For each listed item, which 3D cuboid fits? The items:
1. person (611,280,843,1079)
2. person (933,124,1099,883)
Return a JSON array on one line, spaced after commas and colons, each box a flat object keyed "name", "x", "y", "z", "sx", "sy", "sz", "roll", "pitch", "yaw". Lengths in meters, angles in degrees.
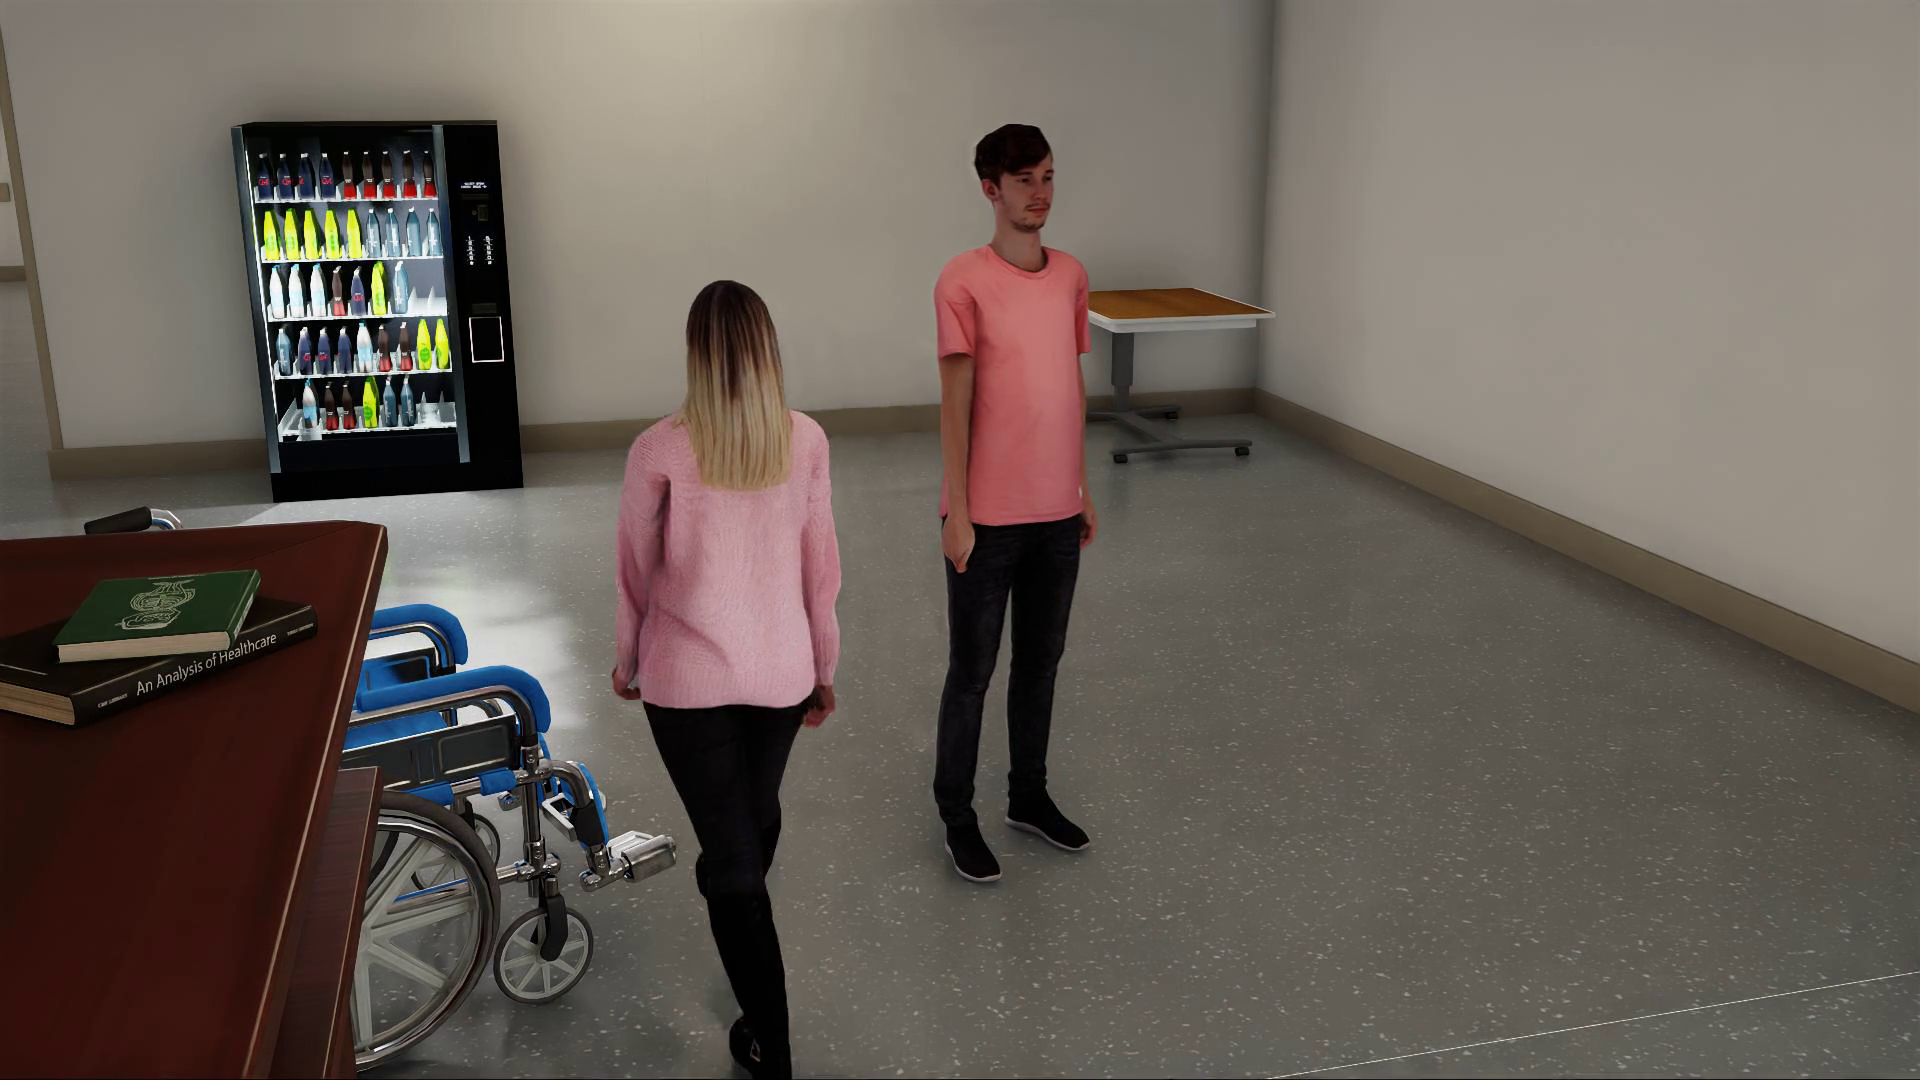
[{"name": "person", "x": -0.450, "y": 0.338, "z": 3.440, "sx": 1.063, "sy": 1.641, "sz": 0.820, "roll": -8, "pitch": 18, "yaw": -27}, {"name": "person", "x": 0.138, "y": -0.093, "z": 4.388, "sx": 0.606, "sy": 1.958, "sz": 0.767, "roll": -11, "pitch": 19, "yaw": -35}]
